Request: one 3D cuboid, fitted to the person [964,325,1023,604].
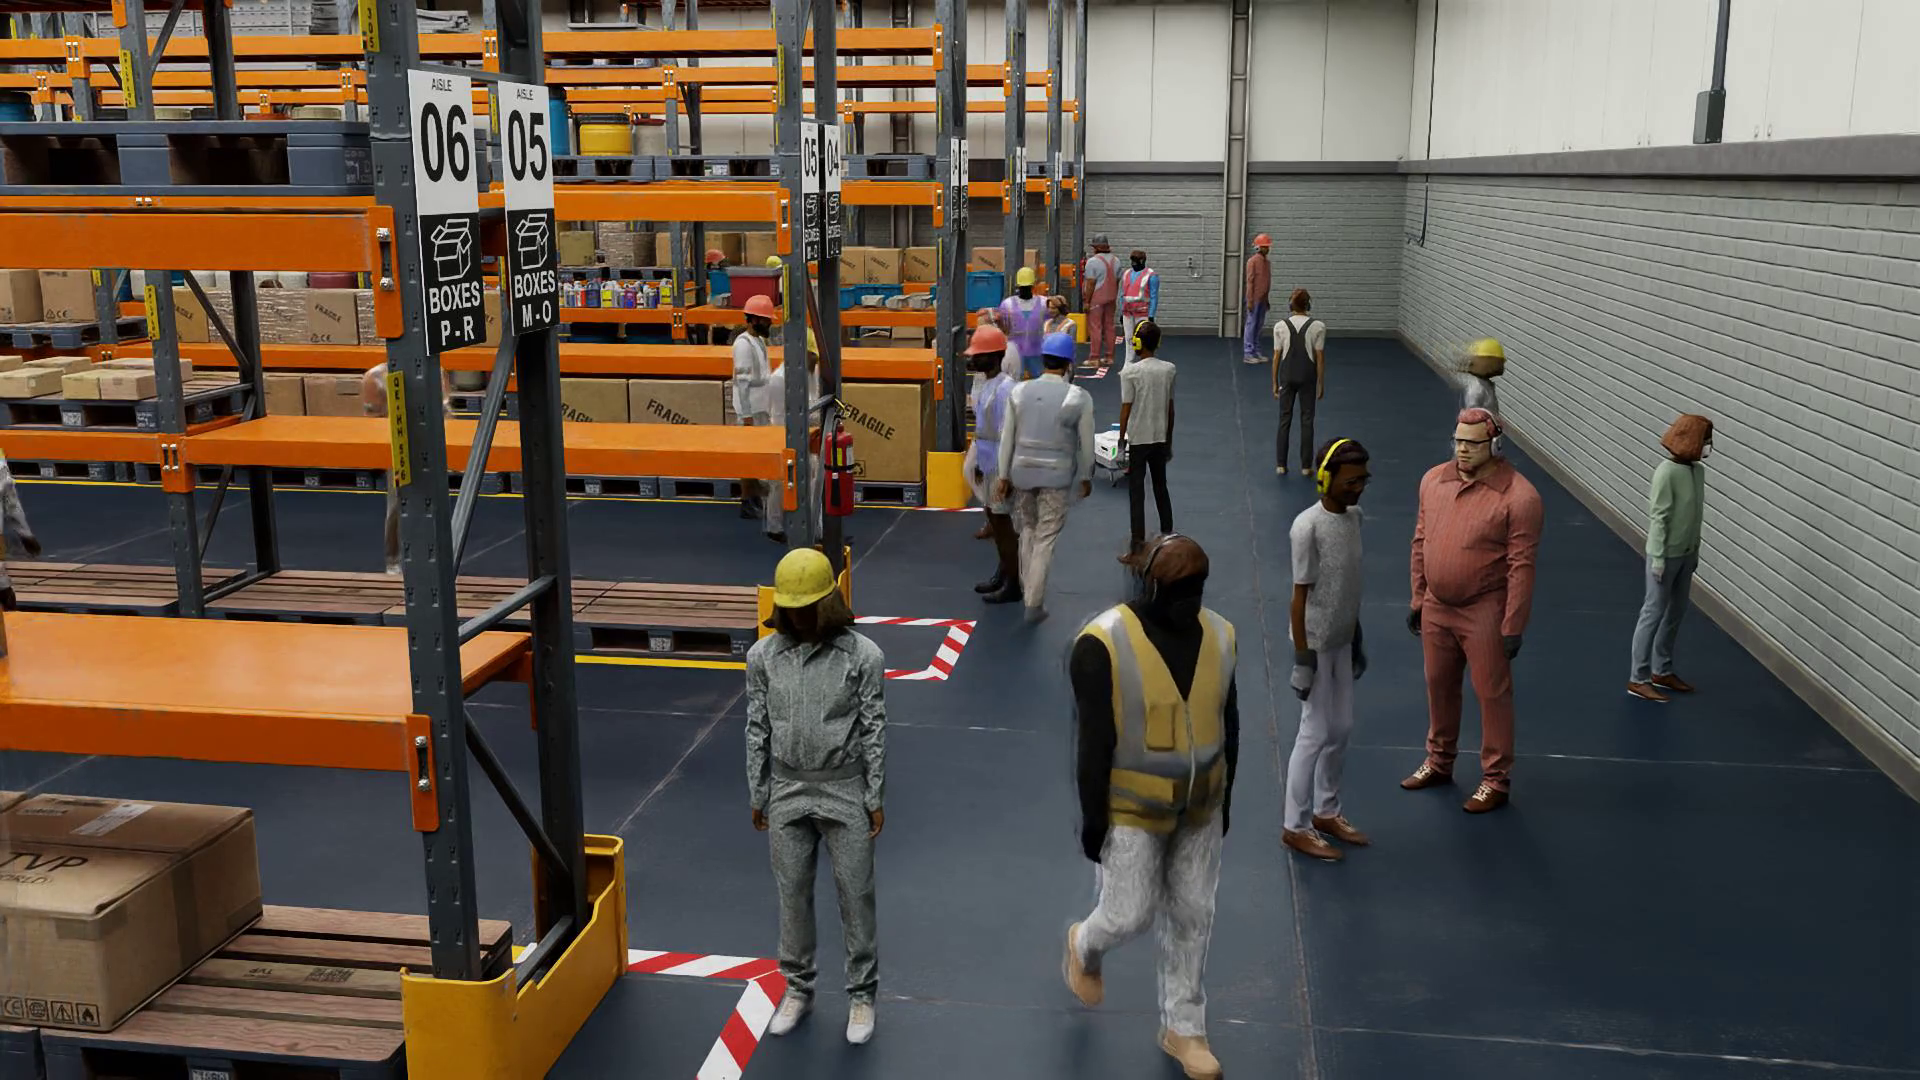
[{"bbox_3d":[0.222,-0.526,11.512,0.405,1.926,0.569,-3,13,-12],"label":"person"}]

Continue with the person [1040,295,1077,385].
[{"bbox_3d":[1.084,-1.857,18.190,0.319,1.631,0.524,-10,16,-39],"label":"person"}]

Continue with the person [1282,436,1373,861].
[{"bbox_3d":[1.605,0.467,7.200,0.345,1.854,0.535,11,17,41],"label":"person"}]

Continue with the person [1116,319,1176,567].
[{"bbox_3d":[1.406,-0.727,12.580,0.511,1.862,0.324,-7,14,-29],"label":"person"}]

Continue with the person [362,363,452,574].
[{"bbox_3d":[-4.007,-0.657,12.137,0.599,1.915,0.423,-10,16,-37],"label":"person"}]

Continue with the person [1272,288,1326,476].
[{"bbox_3d":[3.308,-1.539,16.288,0.504,1.838,0.350,4,13,19],"label":"person"}]

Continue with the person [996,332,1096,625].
[{"bbox_3d":[0.600,-0.423,11.070,0.617,1.908,0.767,7,14,27],"label":"person"}]

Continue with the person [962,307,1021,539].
[{"bbox_3d":[0.262,-0.930,13.439,0.464,1.884,0.702,3,13,14],"label":"person"}]

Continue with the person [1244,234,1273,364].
[{"bbox_3d":[4.667,-3.759,25.946,0.390,1.995,0.613,10,16,38],"label":"person"}]

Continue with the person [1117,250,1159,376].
[{"bbox_3d":[2.560,-3.270,24.086,0.633,1.843,0.429,11,17,41],"label":"person"}]

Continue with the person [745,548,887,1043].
[{"bbox_3d":[-0.492,0.868,5.660,0.490,1.733,0.317,2,13,8],"label":"person"}]

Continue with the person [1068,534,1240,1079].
[{"bbox_3d":[0.638,0.849,5.537,0.630,1.823,0.623,-5,14,-23],"label":"person"}]

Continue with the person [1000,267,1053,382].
[{"bbox_3d":[0.726,-2.131,18.818,0.715,1.910,0.515,0,12,-2],"label":"person"}]

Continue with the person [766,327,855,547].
[{"bbox_3d":[-1.218,-0.776,13.000,0.918,1.760,0.602,10,16,38],"label":"person"}]

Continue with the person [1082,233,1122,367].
[{"bbox_3d":[2.120,-3.694,25.548,0.687,2.000,0.535,-10,16,-39],"label":"person"}]

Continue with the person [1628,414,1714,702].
[{"bbox_3d":[4.037,0.094,9.401,0.503,1.628,0.279,-10,16,-39],"label":"person"}]

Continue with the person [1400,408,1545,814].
[{"bbox_3d":[2.360,0.324,7.761,0.397,1.900,0.636,-9,15,-35],"label":"person"}]

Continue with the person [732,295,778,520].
[{"bbox_3d":[-1.743,-1.138,14.292,0.391,1.922,0.554,3,13,12],"label":"person"}]
